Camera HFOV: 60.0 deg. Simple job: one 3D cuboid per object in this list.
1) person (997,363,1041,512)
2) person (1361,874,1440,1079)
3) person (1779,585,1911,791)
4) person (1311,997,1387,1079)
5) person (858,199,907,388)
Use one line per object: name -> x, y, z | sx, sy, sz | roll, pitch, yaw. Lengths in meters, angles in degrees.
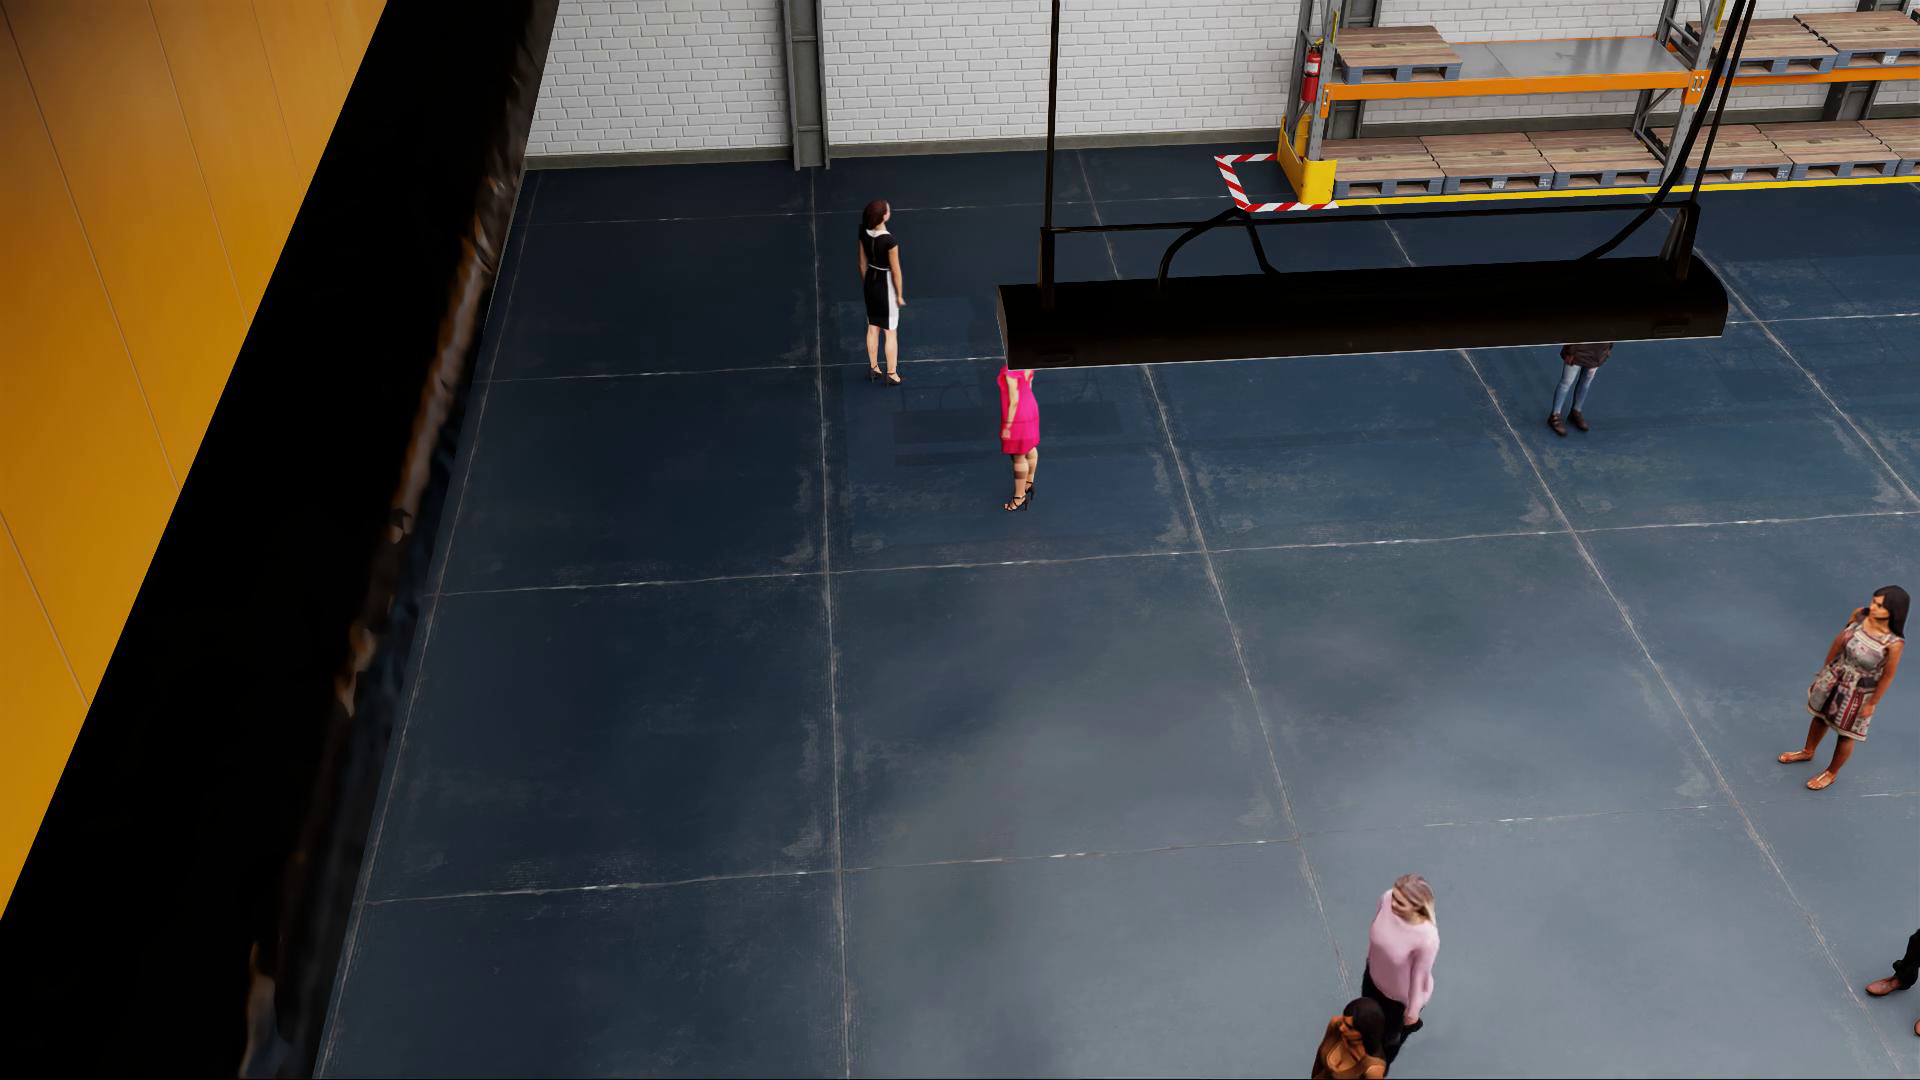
person -> 0.484, -0.987, 13.172 | 0.696, 1.728, 0.663 | 18, 42, 22
person -> 2.448, 2.361, 9.026 | 0.881, 1.672, 0.779 | -19, 42, -22
person -> 5.813, 0.940, 10.826 | 0.616, 1.645, 0.700 | -12, 40, -15
person -> 1.926, 2.851, 8.396 | 0.620, 1.690, 0.625 | -18, 42, -21
person -> -0.692, -2.156, 14.583 | 0.635, 1.795, 0.703 | 26, 45, 29
